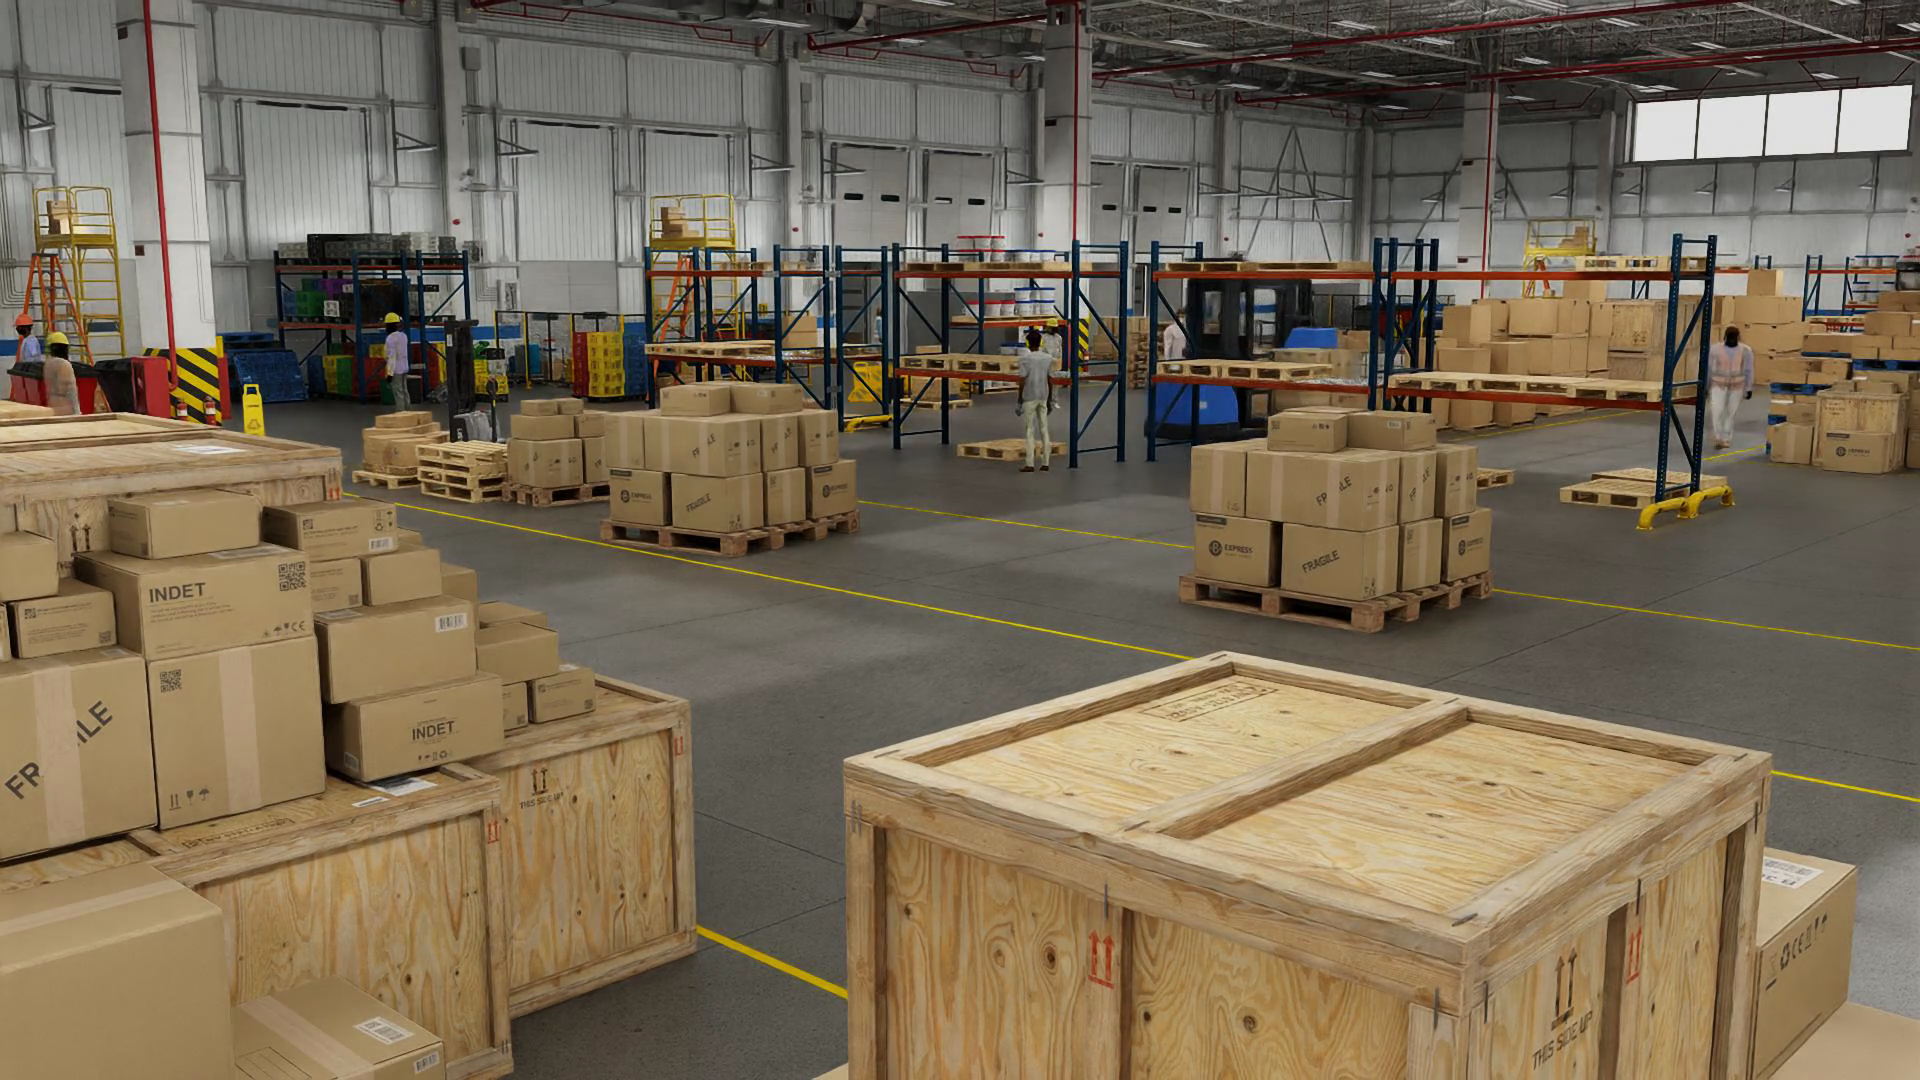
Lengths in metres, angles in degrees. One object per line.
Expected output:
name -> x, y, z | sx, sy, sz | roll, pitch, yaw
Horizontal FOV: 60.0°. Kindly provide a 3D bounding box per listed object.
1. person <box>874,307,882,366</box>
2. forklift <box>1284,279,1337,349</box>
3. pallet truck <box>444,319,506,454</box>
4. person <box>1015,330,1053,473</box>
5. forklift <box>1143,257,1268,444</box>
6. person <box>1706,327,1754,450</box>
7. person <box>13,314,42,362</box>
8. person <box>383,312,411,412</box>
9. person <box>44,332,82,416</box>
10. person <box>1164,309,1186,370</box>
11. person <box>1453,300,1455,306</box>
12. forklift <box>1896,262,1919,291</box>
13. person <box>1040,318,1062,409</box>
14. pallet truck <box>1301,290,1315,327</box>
person -> -2.146, -5.381, 44.363 | 0.314, 1.633, 0.518 | 0, 9, -1
forklift -> 9.053, -6.013, 44.414 | 1.873, 2.768, 1.129 | 9, 13, 43
pallet truck -> -6.981, -1.942, 22.150 | 1.885, 1.965, 0.823 | 1, 9, 9
person -> 0.967, -1.796, 21.667 | 0.518, 1.865, 0.328 | -4, 10, -22
forklift -> 3.851, -2.948, 25.621 | 1.873, 2.768, 1.129 | -7, 12, -36
person -> 11.298, -2.216, 24.422 | 0.659, 1.798, 0.919 | 3, 10, 18
person -> -14.797, -2.615, 26.463 | 0.375, 1.936, 0.549 | -6, 11, -31
person -> -9.460, -2.848, 27.920 | 0.372, 1.928, 0.584 | 1, 9, 6
person -> -10.774, -1.537, 19.993 | 0.667, 1.893, 0.525 | 8, 13, 42
person -> 3.987, -3.219, 30.168 | 0.635, 1.936, 0.354 | -5, 10, -28
person -> 16.017, -6.971, 53.944 | 0.720, 1.669, 0.594 | -3, 10, -15
forklift -> 22.991, -5.306, 40.076 | 1.129, 2.768, 1.873 | 3, 10, 16
person -> 1.734, -3.330, 31.476 | 0.488, 1.736, 0.321 | -5, 11, -29
pallet truck -> 11.297, -6.951, 52.861 | 1.885, 1.965, 0.823 | -5, 11, -29
